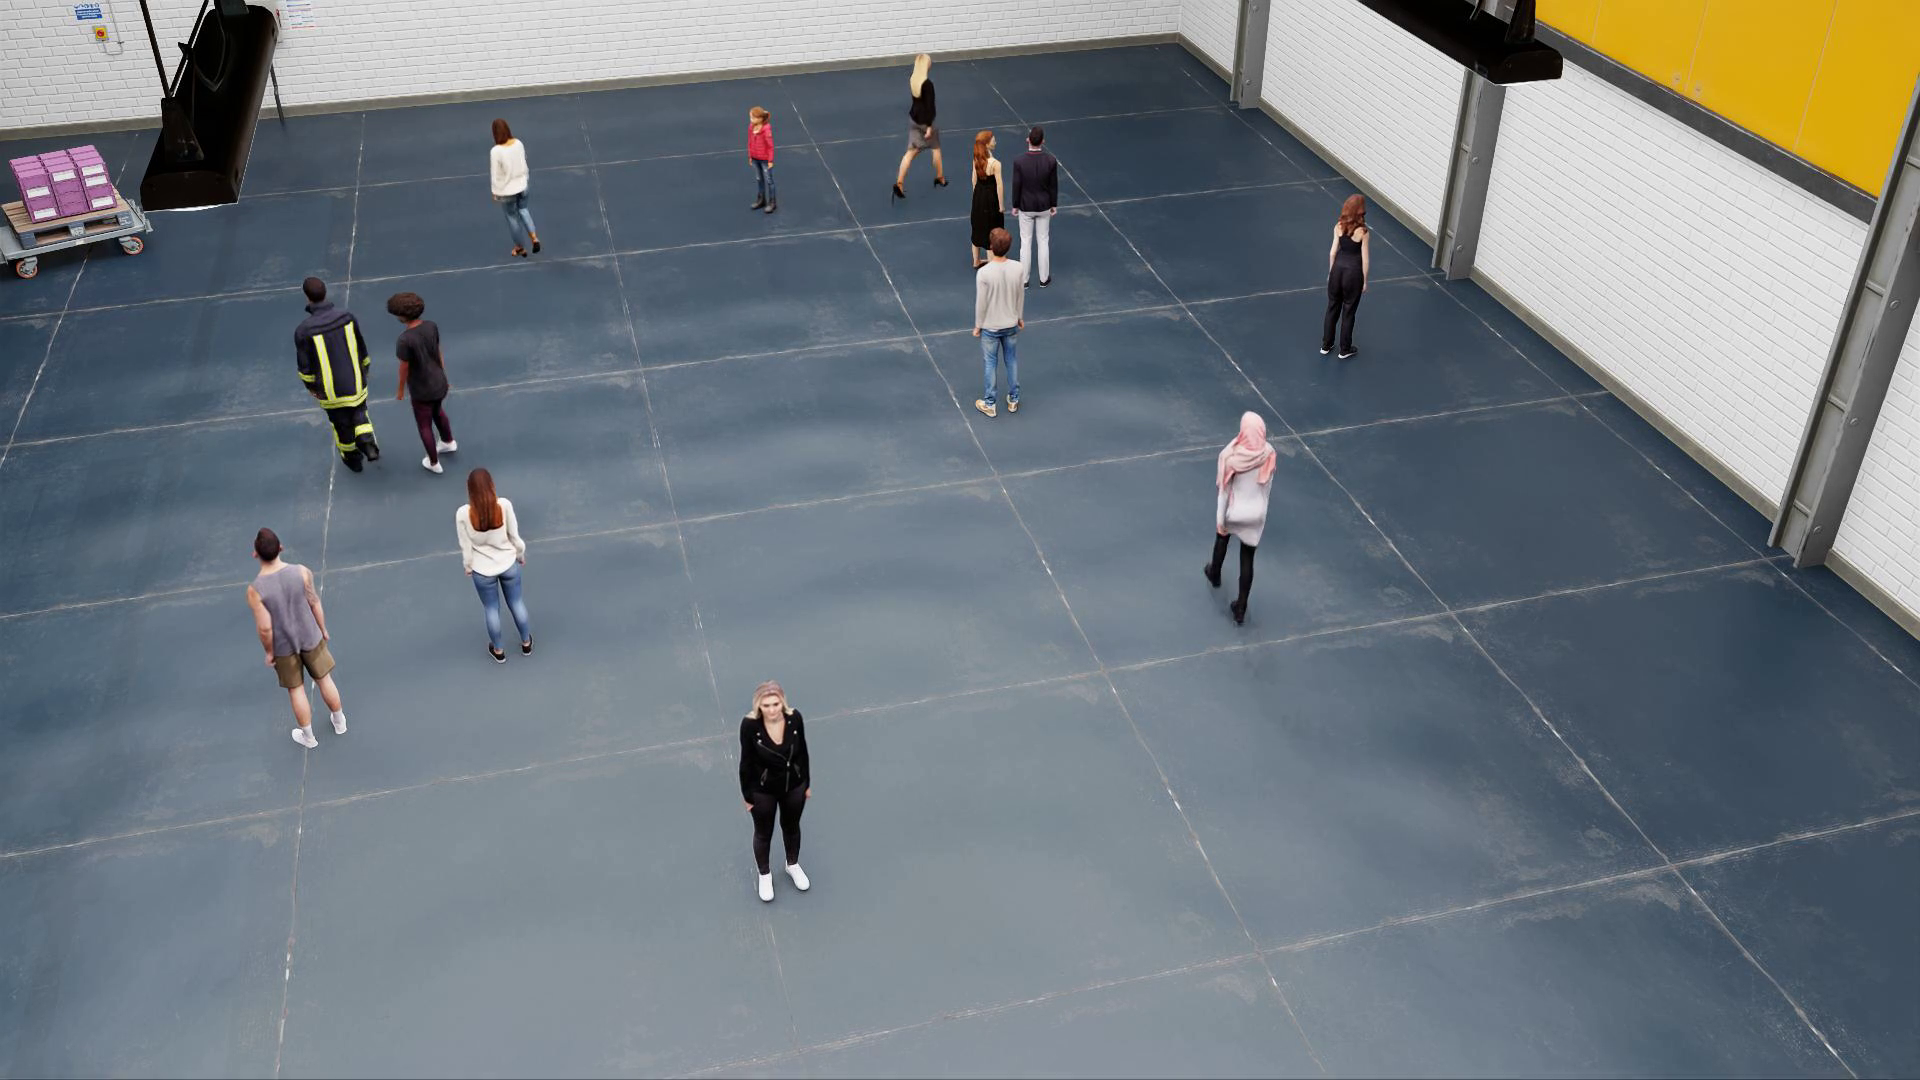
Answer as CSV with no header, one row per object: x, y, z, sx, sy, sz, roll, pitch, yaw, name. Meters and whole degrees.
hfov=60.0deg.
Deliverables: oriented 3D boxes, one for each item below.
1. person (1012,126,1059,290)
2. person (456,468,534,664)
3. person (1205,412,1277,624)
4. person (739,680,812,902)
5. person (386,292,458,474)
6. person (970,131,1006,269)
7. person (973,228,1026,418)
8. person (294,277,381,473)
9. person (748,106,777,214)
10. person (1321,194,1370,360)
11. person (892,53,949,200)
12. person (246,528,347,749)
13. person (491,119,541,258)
0.823,-3.670,18.365,0.710,1.844,0.641,-1,34,-1,person
-3.543,0.191,12.693,0.651,1.693,0.590,-14,36,-20,person
2.261,-0.145,13.128,0.745,1.770,1.030,-2,34,-3,person
-1.170,1.572,10.621,0.635,1.685,0.561,-12,36,-18,person
-4.828,-1.409,15.035,0.881,1.764,0.800,19,38,26,person
0.295,-3.837,18.814,0.652,1.625,0.735,27,42,34,person
0.382,-2.076,15.912,0.674,1.905,0.592,-11,35,-16,person
-5.550,-1.442,14.946,0.948,1.918,0.962,-26,41,-33,person
-2.416,-4.672,20.351,0.576,1.315,0.648,21,39,28,person
3.944,-2.703,16.997,0.644,1.748,0.728,23,40,30,person
-0.552,-5.042,20.477,1.052,1.791,1.178,-28,43,-35,person
-4.744,0.700,11.852,0.718,1.847,0.725,-25,41,-32,person
-5.060,-3.990,19.001,0.849,1.673,0.792,26,42,34,person
